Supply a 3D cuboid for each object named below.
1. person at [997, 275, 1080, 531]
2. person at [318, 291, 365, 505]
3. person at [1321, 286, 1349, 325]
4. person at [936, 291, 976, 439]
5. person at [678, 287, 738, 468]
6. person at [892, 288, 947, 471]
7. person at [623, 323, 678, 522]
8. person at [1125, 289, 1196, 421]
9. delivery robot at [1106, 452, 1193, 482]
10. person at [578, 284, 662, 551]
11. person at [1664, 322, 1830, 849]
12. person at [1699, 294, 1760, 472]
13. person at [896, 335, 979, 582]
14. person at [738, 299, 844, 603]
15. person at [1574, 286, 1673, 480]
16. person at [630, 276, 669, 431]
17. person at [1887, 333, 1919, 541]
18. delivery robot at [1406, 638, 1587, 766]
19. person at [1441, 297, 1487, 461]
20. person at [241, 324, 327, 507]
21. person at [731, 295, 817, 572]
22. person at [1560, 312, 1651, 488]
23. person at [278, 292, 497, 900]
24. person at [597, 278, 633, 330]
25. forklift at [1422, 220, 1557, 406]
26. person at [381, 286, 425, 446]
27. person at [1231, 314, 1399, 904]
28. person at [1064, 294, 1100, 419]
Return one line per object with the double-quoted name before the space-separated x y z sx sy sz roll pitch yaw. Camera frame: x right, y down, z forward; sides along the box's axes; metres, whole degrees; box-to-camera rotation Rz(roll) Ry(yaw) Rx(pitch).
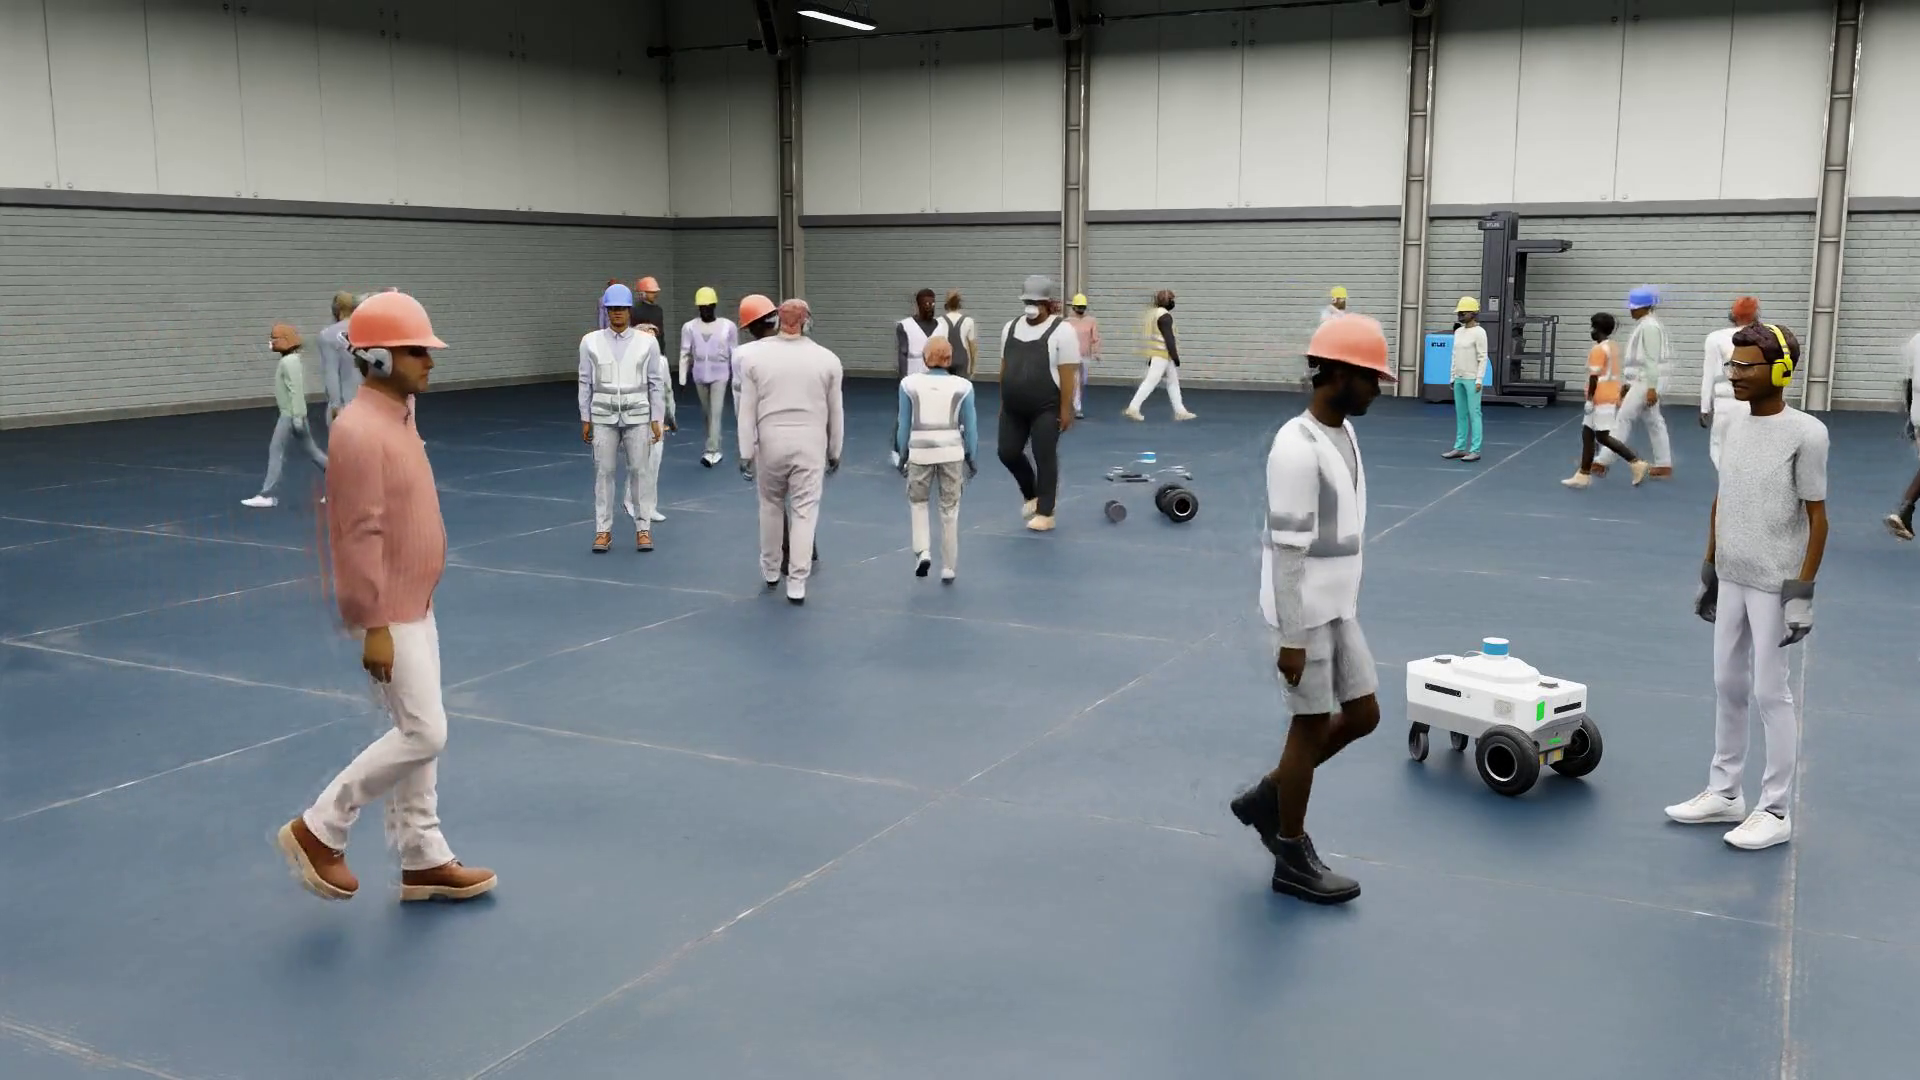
"person" 0.587 -1.077 13.194 0.701 2.000 0.540 6 11 34
"person" -5.167 -1.206 14.360 1.016 1.892 0.642 8 12 40
"person" 5.763 -2.909 25.086 0.679 1.810 0.597 8 12 41
"person" -0.060 -2.134 20.309 0.519 1.813 0.931 -1 9 -7
"person" -2.639 -1.699 17.423 0.610 1.869 1.002 1 9 9
"person" -0.409 -1.654 17.138 0.594 1.879 0.970 -5 10 -27
"person" -2.545 -0.948 13.555 0.370 1.625 0.524 6 11 34
"person" 2.736 -2.532 22.812 0.989 1.803 0.618 0 9 -1
"delivery robot" 1.572 -0.612 13.804 0.698 0.223 0.335 -1 9 -4
"person" -2.492 -0.897 12.224 0.605 1.951 0.384 -1 9 -8
"person" 2.847 0.164 5.960 0.313 1.860 0.528 -3 10 -15
"person" 6.409 -1.091 13.694 0.590 1.858 0.544 2 9 10
"person" -0.145 -0.526 10.915 0.544 1.626 0.371 0 9 2
"person" -1.064 -0.580 10.536 0.655 1.861 0.926 -1 9 -5
"person" 6.562 -1.523 16.271 0.985 1.877 0.660 3 10 17
"person" -4.031 -2.387 21.336 0.622 1.972 0.630 4 10 25
"person" 7.200 -0.894 12.183 0.428 1.955 0.629 -2 9 -13
"delivery robot" 2.192 0.646 6.844 0.477 0.478 0.707 -7 11 -35
"person" 5.486 -1.745 18.025 0.331 1.768 0.527 -3 10 -18
"person" -5.836 -1.097 14.559 0.865 1.593 0.511 -3 10 -18
"person" -1.285 -0.742 11.495 0.577 1.881 0.729 -2 9 -14
"person" 6.087 -1.298 15.560 0.739 1.667 0.533 5 10 28
"person" -1.834 0.208 5.303 0.539 1.983 0.634 -1 9 -6
"person" -6.142 -3.697 29.628 0.638 1.910 0.407 -4 10 -23
"forklift" 8.245 -3.527 25.720 1.873 2.768 1.129 5 10 27
"person" -6.571 -1.969 19.076 0.638 1.880 0.896 3 10 17
"person" 1.164 0.226 5.417 0.438 1.909 0.581 6 11 31
"person" 1.668 -2.604 23.419 0.523 1.731 0.861 -2 9 -13
